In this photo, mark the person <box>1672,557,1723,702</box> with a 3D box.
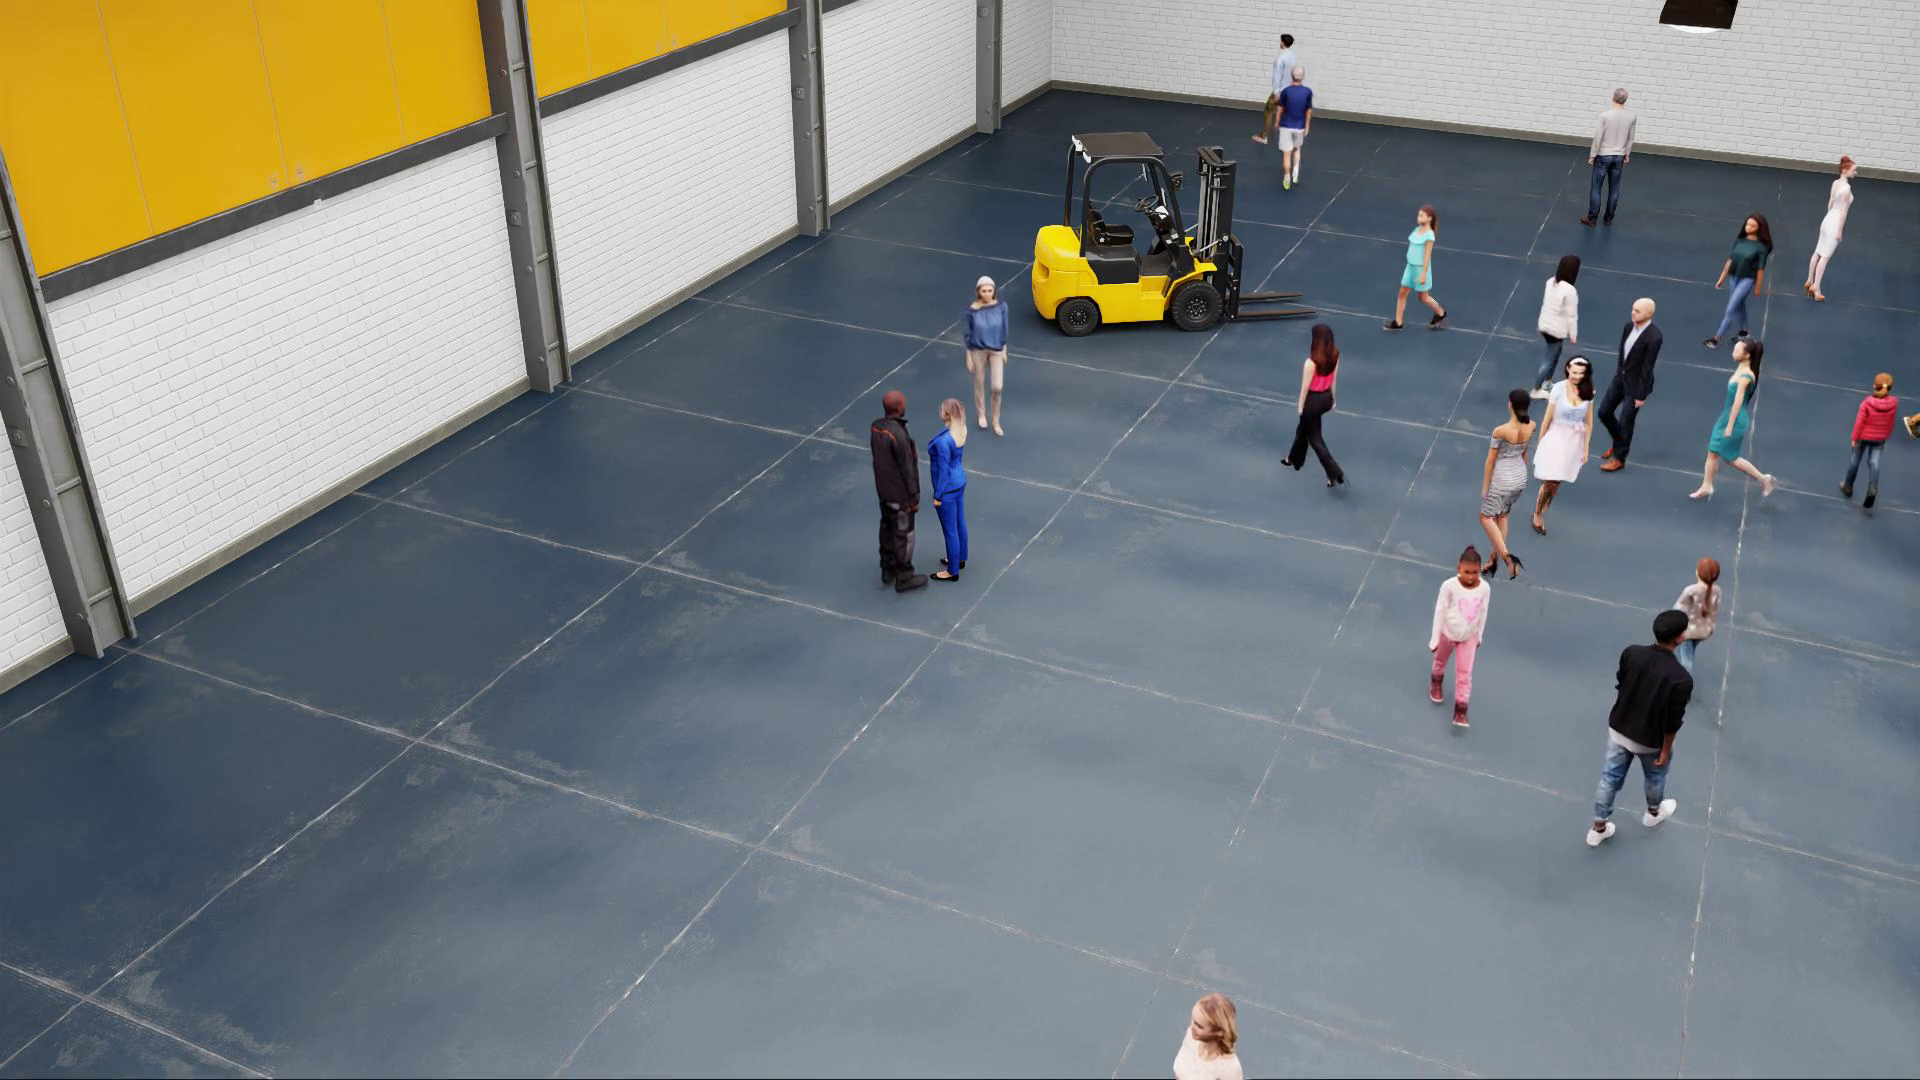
[{"bbox_3d":[5.711,0.713,12.899,0.709,1.171,0.830,-4,29,-7],"label":"person"}]

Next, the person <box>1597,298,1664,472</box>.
[{"bbox_3d":[6.670,-1.536,16.377,0.876,1.789,0.820,-11,30,-19],"label":"person"}]

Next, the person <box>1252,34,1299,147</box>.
[{"bbox_3d":[5.257,-7.182,26.730,1.012,1.787,0.990,-21,35,-33],"label":"person"}]

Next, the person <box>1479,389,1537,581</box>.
[{"bbox_3d":[4.741,-0.409,14.295,0.863,1.803,0.924,-10,30,-18],"label":"person"}]

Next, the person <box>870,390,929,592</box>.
[{"bbox_3d":[-0.570,-0.429,14.320,0.801,1.816,0.795,-19,34,-30],"label":"person"}]

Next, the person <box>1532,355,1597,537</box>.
[{"bbox_3d":[5.452,-0.879,15.166,0.843,1.795,0.939,-1,29,-3],"label":"person"}]

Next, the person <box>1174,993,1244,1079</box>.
[{"bbox_3d":[1.282,2.912,8.200,1.094,1.810,1.015,-11,31,-19],"label":"person"}]

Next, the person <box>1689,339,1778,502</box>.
[{"bbox_3d":[7.367,-1.074,15.658,0.728,1.666,0.921,7,29,12],"label":"person"}]

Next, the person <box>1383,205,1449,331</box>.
[{"bbox_3d":[5.502,-3.201,19.696,1.018,1.533,1.021,-7,29,-13],"label":"person"}]

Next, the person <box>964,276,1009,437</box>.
[{"bbox_3d":[0.251,-1.955,17.256,0.840,1.682,0.923,-4,29,-8],"label":"person"}]

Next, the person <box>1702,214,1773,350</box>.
[{"bbox_3d":[9.115,-2.994,19.277,1.140,1.571,1.029,-13,31,-22],"label":"person"}]

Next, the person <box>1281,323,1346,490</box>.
[{"bbox_3d":[3.495,-1.263,16.049,1.097,1.624,0.934,-23,36,-36],"label":"person"}]

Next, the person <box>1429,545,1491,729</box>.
[{"bbox_3d":[3.788,0.673,12.722,0.776,1.410,1.058,3,29,6],"label":"person"}]

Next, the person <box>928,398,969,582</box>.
[{"bbox_3d":[-0.072,-0.452,14.482,0.692,1.700,0.505,10,30,17],"label":"person"}]

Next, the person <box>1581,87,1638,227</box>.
[{"bbox_3d":[9.085,-5.355,23.252,0.839,1.909,0.820,-2,29,-3],"label":"person"}]

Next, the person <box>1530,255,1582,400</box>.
[{"bbox_3d":[6.344,-2.278,17.909,0.847,1.624,0.780,-8,30,-14],"label":"person"}]

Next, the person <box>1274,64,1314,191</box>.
[{"bbox_3d":[4.964,-6.124,24.754,0.759,1.822,0.787,-1,29,-1],"label":"person"}]

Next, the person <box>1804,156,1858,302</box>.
[{"bbox_3d":[10.807,-3.864,20.641,0.680,1.792,0.529,3,29,6],"label":"person"}]

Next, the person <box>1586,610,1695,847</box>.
[{"bbox_3d":[4.515,1.305,11.172,1.140,1.786,0.982,-21,35,-34],"label":"person"}]

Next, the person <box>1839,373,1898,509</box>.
[{"bbox_3d":[8.670,-0.931,15.779,0.625,1.300,0.867,6,29,10],"label":"person"}]
